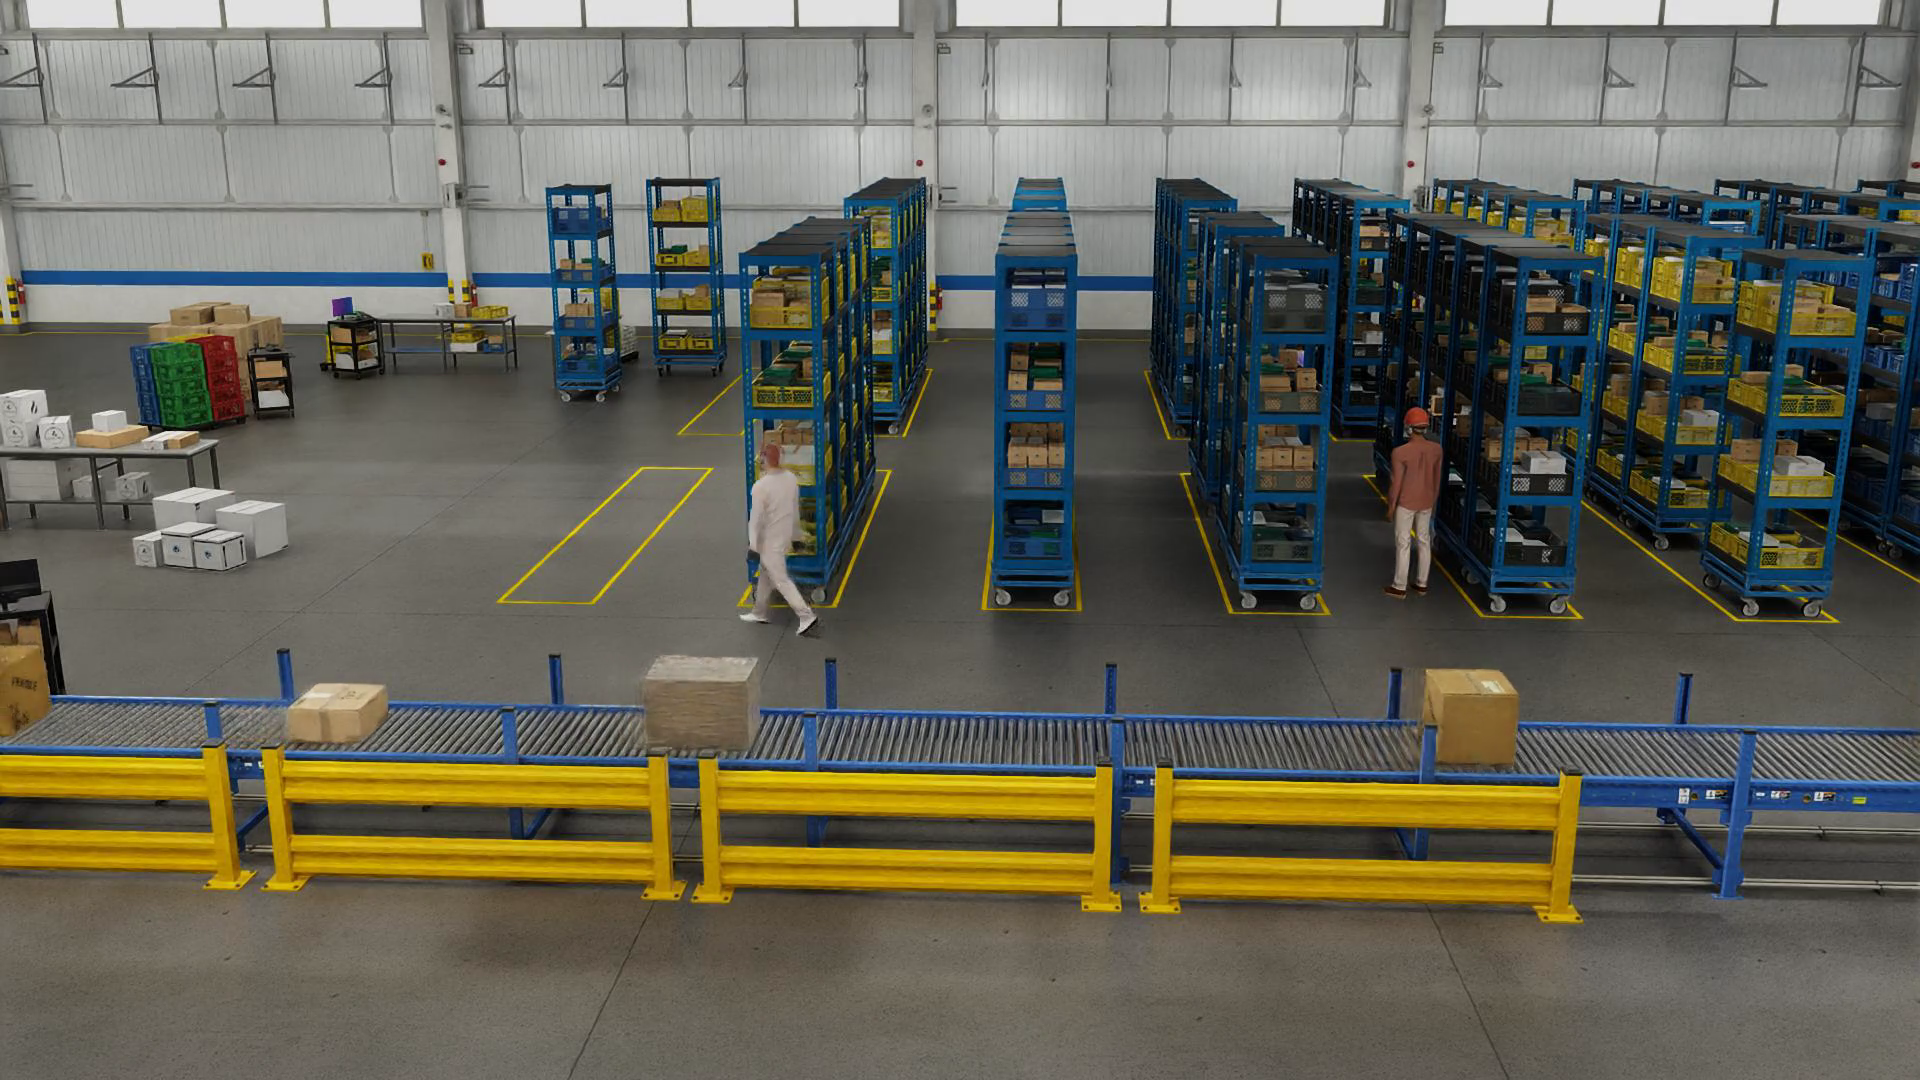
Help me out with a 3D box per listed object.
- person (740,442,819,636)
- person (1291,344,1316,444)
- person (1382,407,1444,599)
[{"bbox_3d":[-1.758,-0.019,16.086,0.969,1.870,0.653,8,17,26],"label":"person"},{"bbox_3d":[4.775,-2.036,23.589,0.564,1.850,0.389,-9,18,-31],"label":"person"},{"bbox_3d":[4.671,-0.380,17.172,0.608,1.995,0.377,-6,16,-20],"label":"person"}]
